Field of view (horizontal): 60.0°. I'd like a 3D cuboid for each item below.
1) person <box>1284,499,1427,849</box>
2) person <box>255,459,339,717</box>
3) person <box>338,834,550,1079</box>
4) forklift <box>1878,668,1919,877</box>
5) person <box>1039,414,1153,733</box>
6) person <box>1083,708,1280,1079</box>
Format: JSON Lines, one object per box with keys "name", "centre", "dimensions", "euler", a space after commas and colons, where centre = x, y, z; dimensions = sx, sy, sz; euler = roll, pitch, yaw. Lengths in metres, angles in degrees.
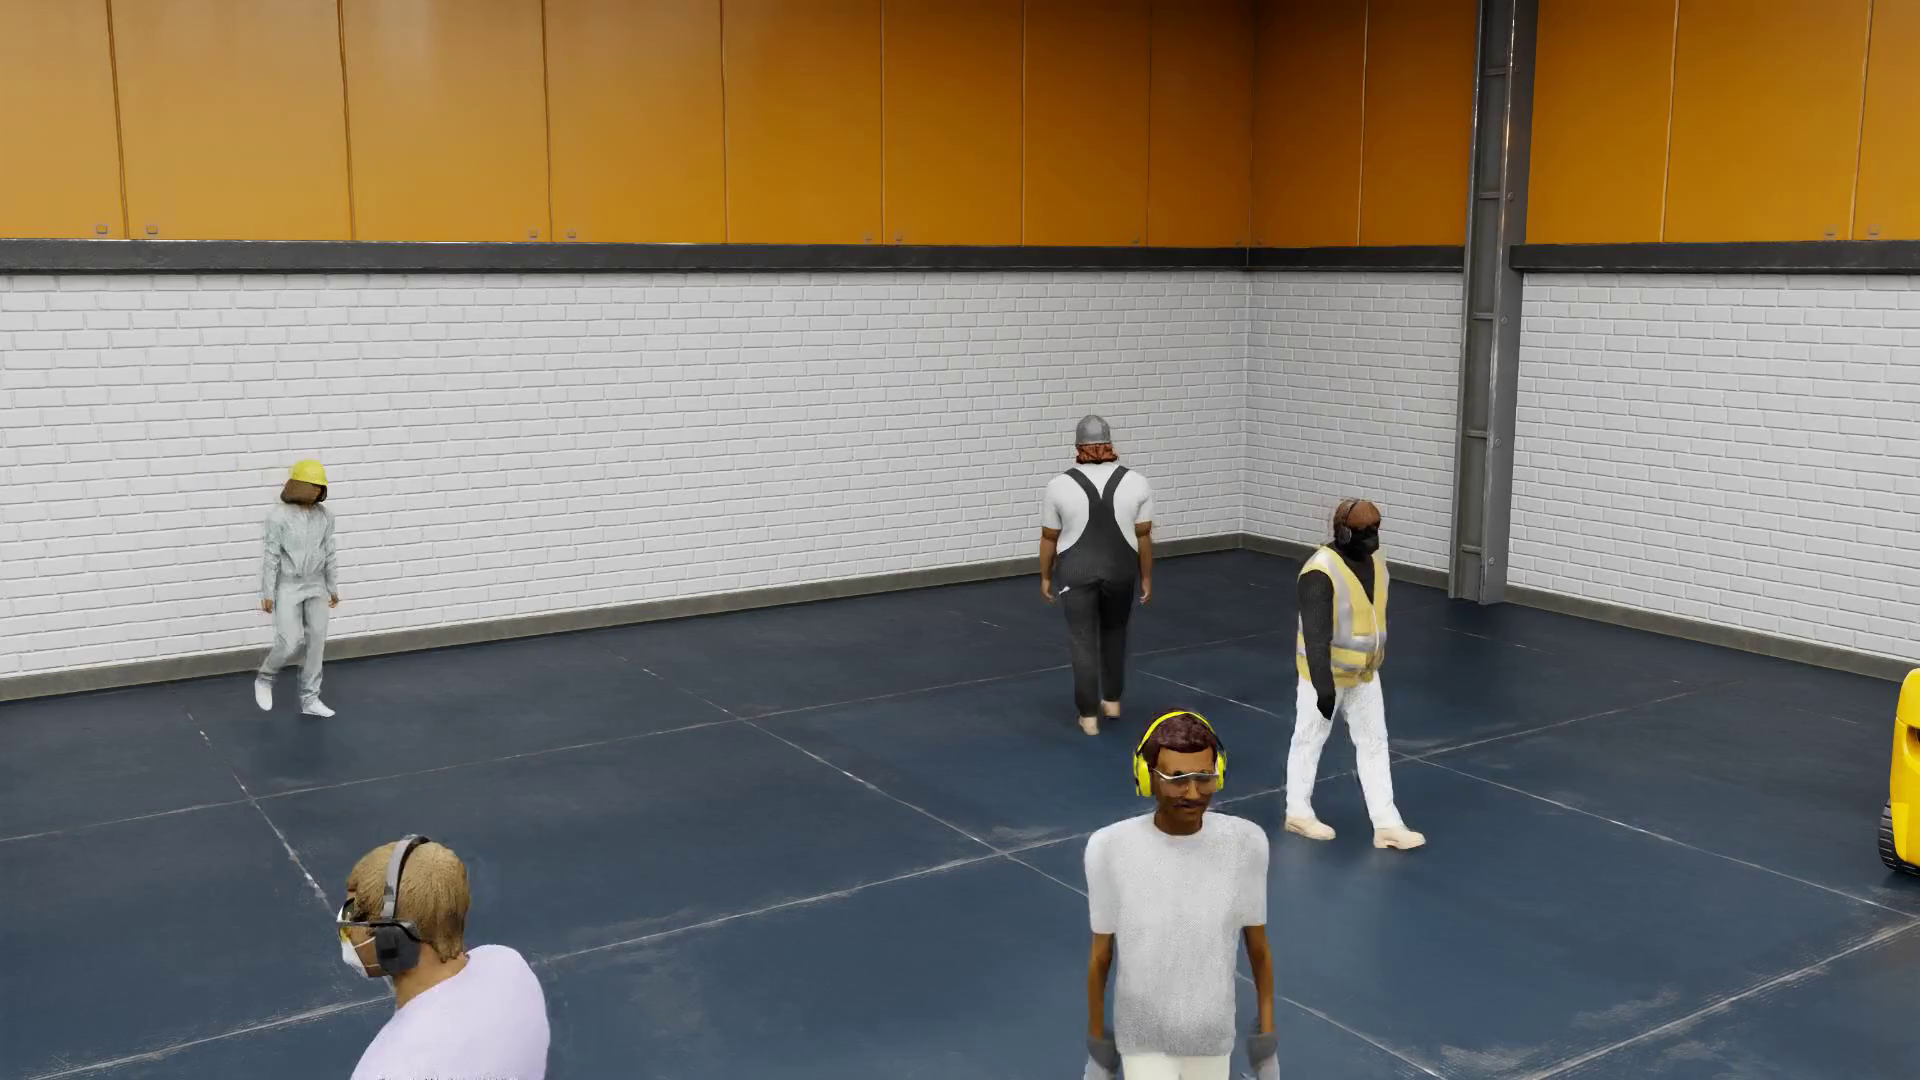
{"name": "person", "centre": [1.997, 0.691, 8.371], "dimensions": [0.648, 1.802, 0.861], "euler": [-8, 12, -39]}
{"name": "person", "centre": [-4.312, 0.317, 10.844], "dimensions": [0.535, 1.720, 0.506], "euler": [6, 11, 32]}
{"name": "person", "centre": [-1.087, 1.488, 3.295], "dimensions": [1.012, 1.886, 0.641], "euler": [2, 10, 12]}
{"name": "forklift", "centre": [5.511, 0.571, 7.906], "dimensions": [2.313, 2.155, 1.214], "euler": [-6, 11, -33]}
{"name": "person", "centre": [0.854, 0.180, 10.724], "dimensions": [0.709, 2.000, 0.782], "euler": [-1, 9, -3]}
{"name": "person", "centre": [0.582, 1.320, 4.473], "dimensions": [0.520, 1.845, 0.832], "euler": [-1, 9, -7]}
